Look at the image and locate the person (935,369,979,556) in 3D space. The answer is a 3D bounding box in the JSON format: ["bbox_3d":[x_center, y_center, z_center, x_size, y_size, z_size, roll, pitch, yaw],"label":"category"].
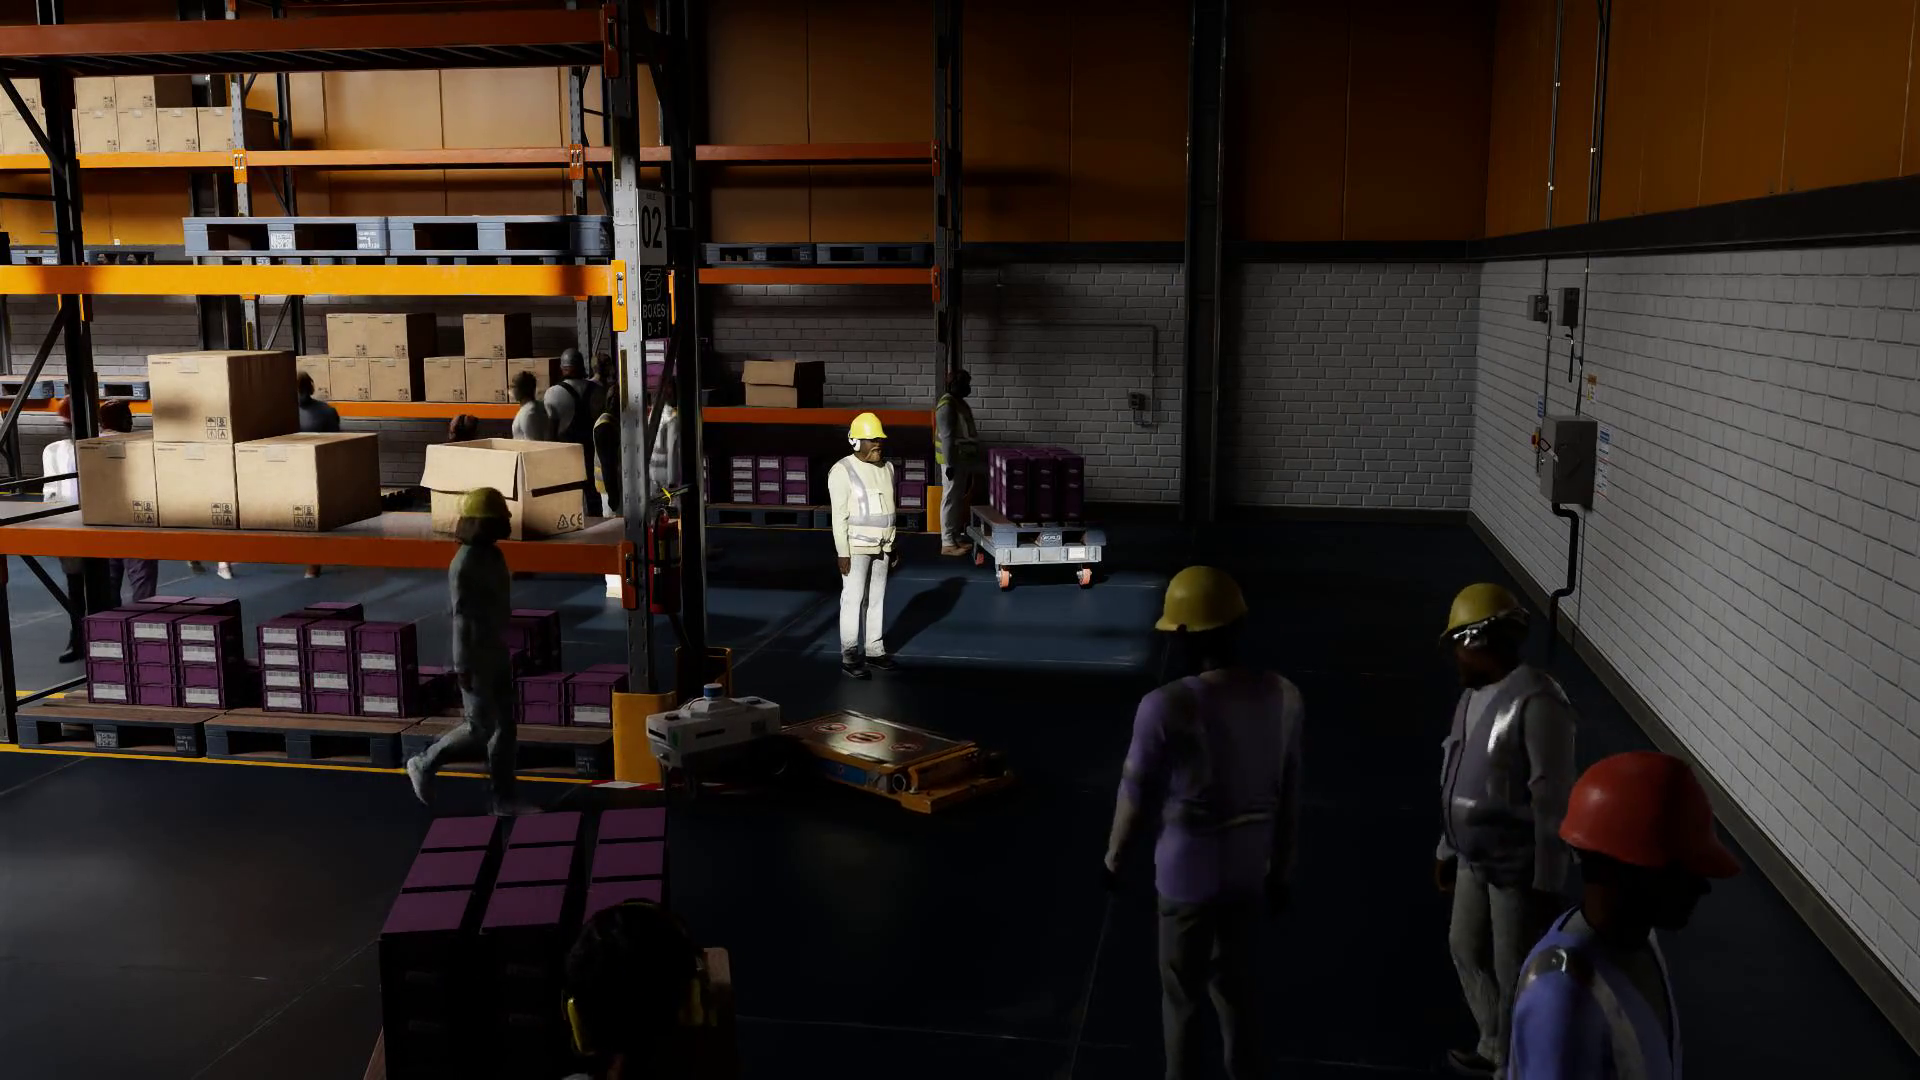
[{"bbox_3d":[-0.024,-0.773,16.502,0.429,1.840,0.634,2,9,13],"label":"person"}]

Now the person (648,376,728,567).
[{"bbox_3d":[-2.683,-0.613,15.553,0.961,1.825,0.566,-7,12,-39],"label":"person"}]

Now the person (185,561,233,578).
[{"bbox_3d":[-6.982,-0.652,15.424,0.641,1.947,0.988,-5,11,-30],"label":"person"}]

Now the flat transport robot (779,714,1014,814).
[{"bbox_3d":[-0.453,1.192,9.161,1.431,0.197,0.652,8,12,42],"label":"flat transport robot"}]

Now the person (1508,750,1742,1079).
[{"bbox_3d":[1.212,1.332,3.140,0.376,1.935,0.552,6,11,32],"label":"person"}]

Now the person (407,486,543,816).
[{"bbox_3d":[-2.487,0.577,8.445,0.610,1.725,0.500,2,9,10],"label":"person"}]

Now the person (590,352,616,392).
[{"bbox_3d":[-3.829,-1.040,17.848,0.362,1.939,0.636,1,9,8],"label":"person"}]

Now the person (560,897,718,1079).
[{"bbox_3d":[-0.523,1.484,2.563,0.534,1.822,0.559,-4,10,-25],"label":"person"}]

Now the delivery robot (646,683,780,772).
[{"bbox_3d":[-1.339,1.024,9.039,0.707,0.478,0.477,-7,12,-39],"label":"delivery robot"}]

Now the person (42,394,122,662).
[{"bbox_3d":[-6.267,-0.084,11.925,0.552,1.935,0.373,-2,9,-9],"label":"person"}]

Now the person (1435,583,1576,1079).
[{"bbox_3d":[1.765,1.048,5.428,0.406,1.779,0.663,-2,9,-10],"label":"person"}]

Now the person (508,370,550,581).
[{"bbox_3d":[-3.830,-0.578,15.031,0.651,1.927,0.643,-1,9,-6],"label":"person"}]

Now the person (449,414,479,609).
[{"bbox_3d":[-4.069,-0.216,13.673,0.311,1.636,0.523,-5,10,-28],"label":"person"}]

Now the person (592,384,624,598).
[{"bbox_3d":[-2.928,-0.426,14.369,0.429,1.838,0.621,0,9,2],"label":"person"}]

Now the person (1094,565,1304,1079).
[{"bbox_3d":[0.747,1.012,5.228,0.591,1.911,0.520,-5,11,-30],"label":"person"}]

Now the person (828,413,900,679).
[{"bbox_3d":[-0.639,0.033,11.525,0.403,1.833,0.591,7,12,37],"label":"person"}]

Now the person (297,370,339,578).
[{"bbox_3d":[-6.063,-0.639,15.466,0.636,1.912,0.844,-1,9,-9],"label":"person"}]

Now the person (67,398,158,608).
[{"bbox_3d":[-5.962,-0.060,11.874,0.645,1.907,0.400,0,9,0],"label":"person"}]

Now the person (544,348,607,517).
[{"bbox_3d":[-3.904,-0.927,16.835,0.688,2.000,0.536,-6,11,-35],"label":"person"}]
